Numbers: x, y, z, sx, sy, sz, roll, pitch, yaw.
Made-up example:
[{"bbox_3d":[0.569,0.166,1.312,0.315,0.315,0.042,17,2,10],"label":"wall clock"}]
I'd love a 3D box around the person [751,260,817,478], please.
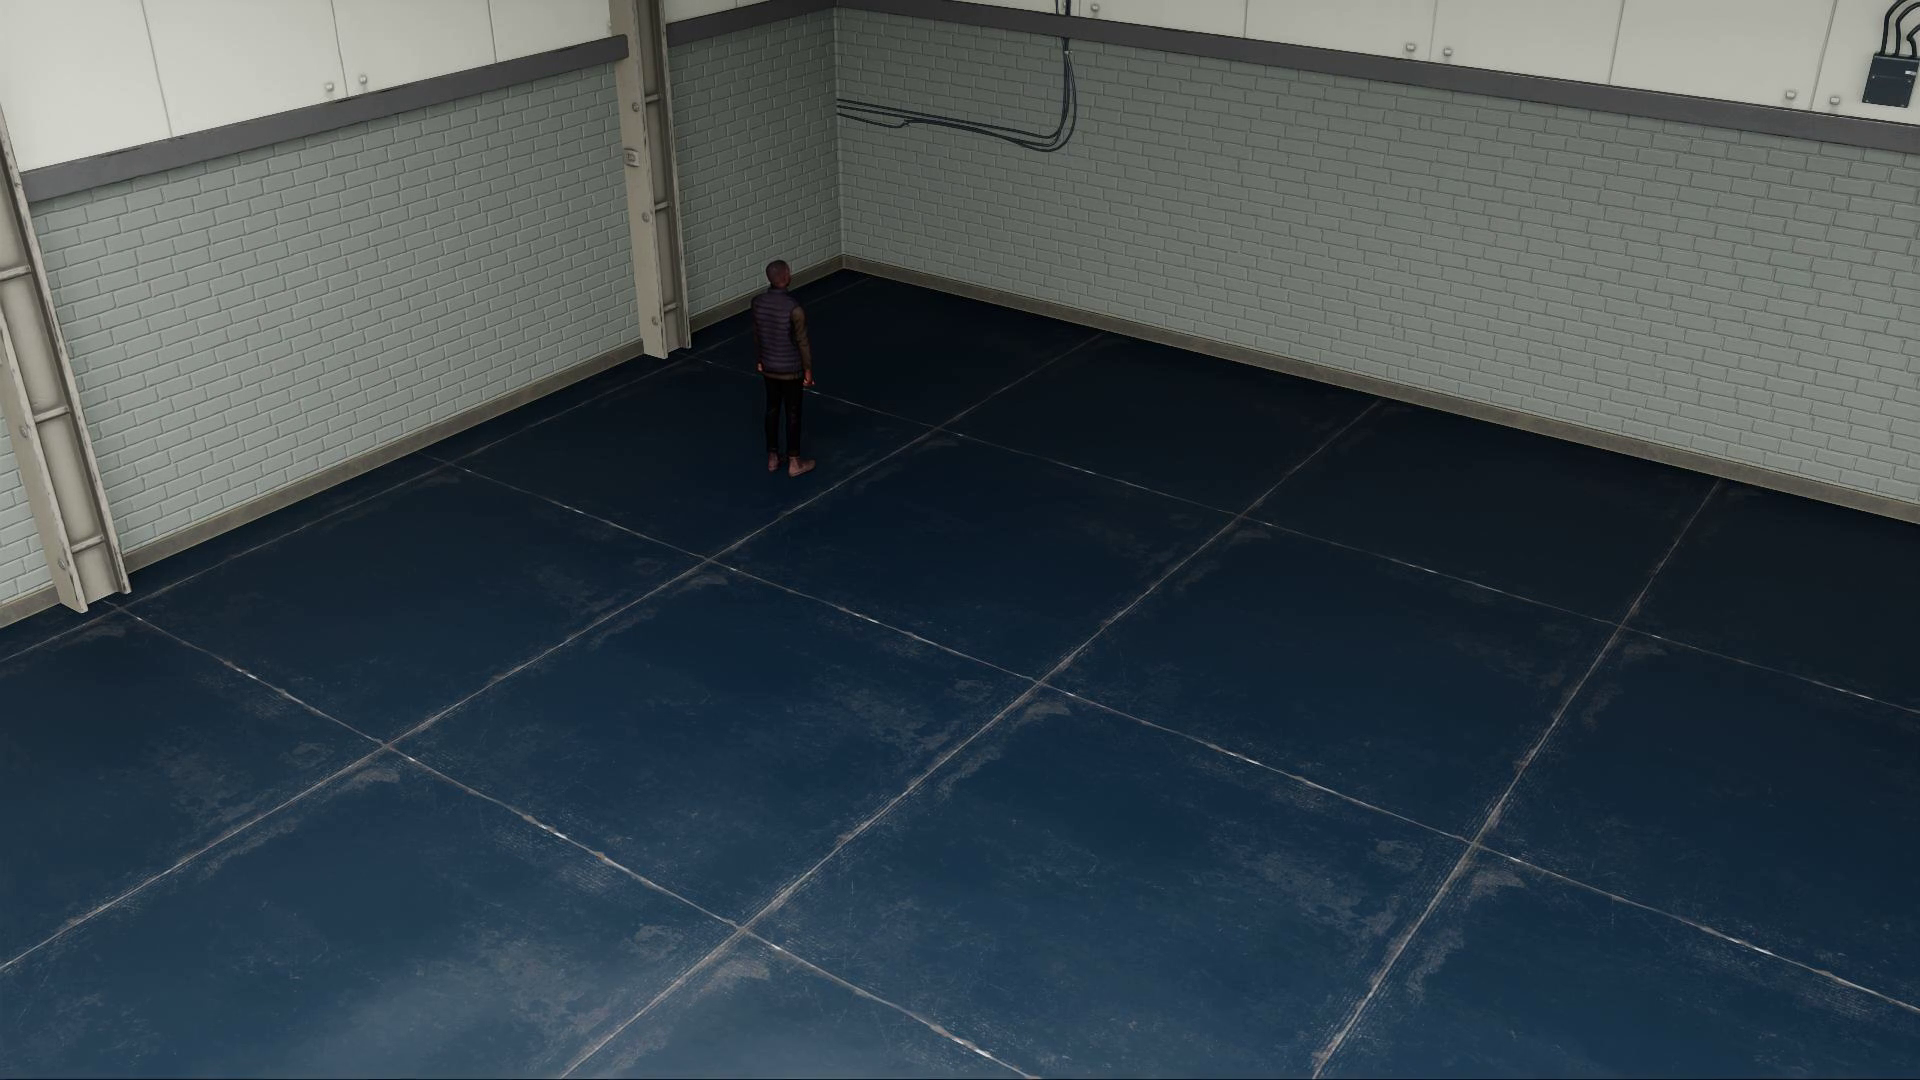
[{"bbox_3d":[-1.470,-1.423,13.721,0.709,1.835,0.566,16,32,27],"label":"person"}]
